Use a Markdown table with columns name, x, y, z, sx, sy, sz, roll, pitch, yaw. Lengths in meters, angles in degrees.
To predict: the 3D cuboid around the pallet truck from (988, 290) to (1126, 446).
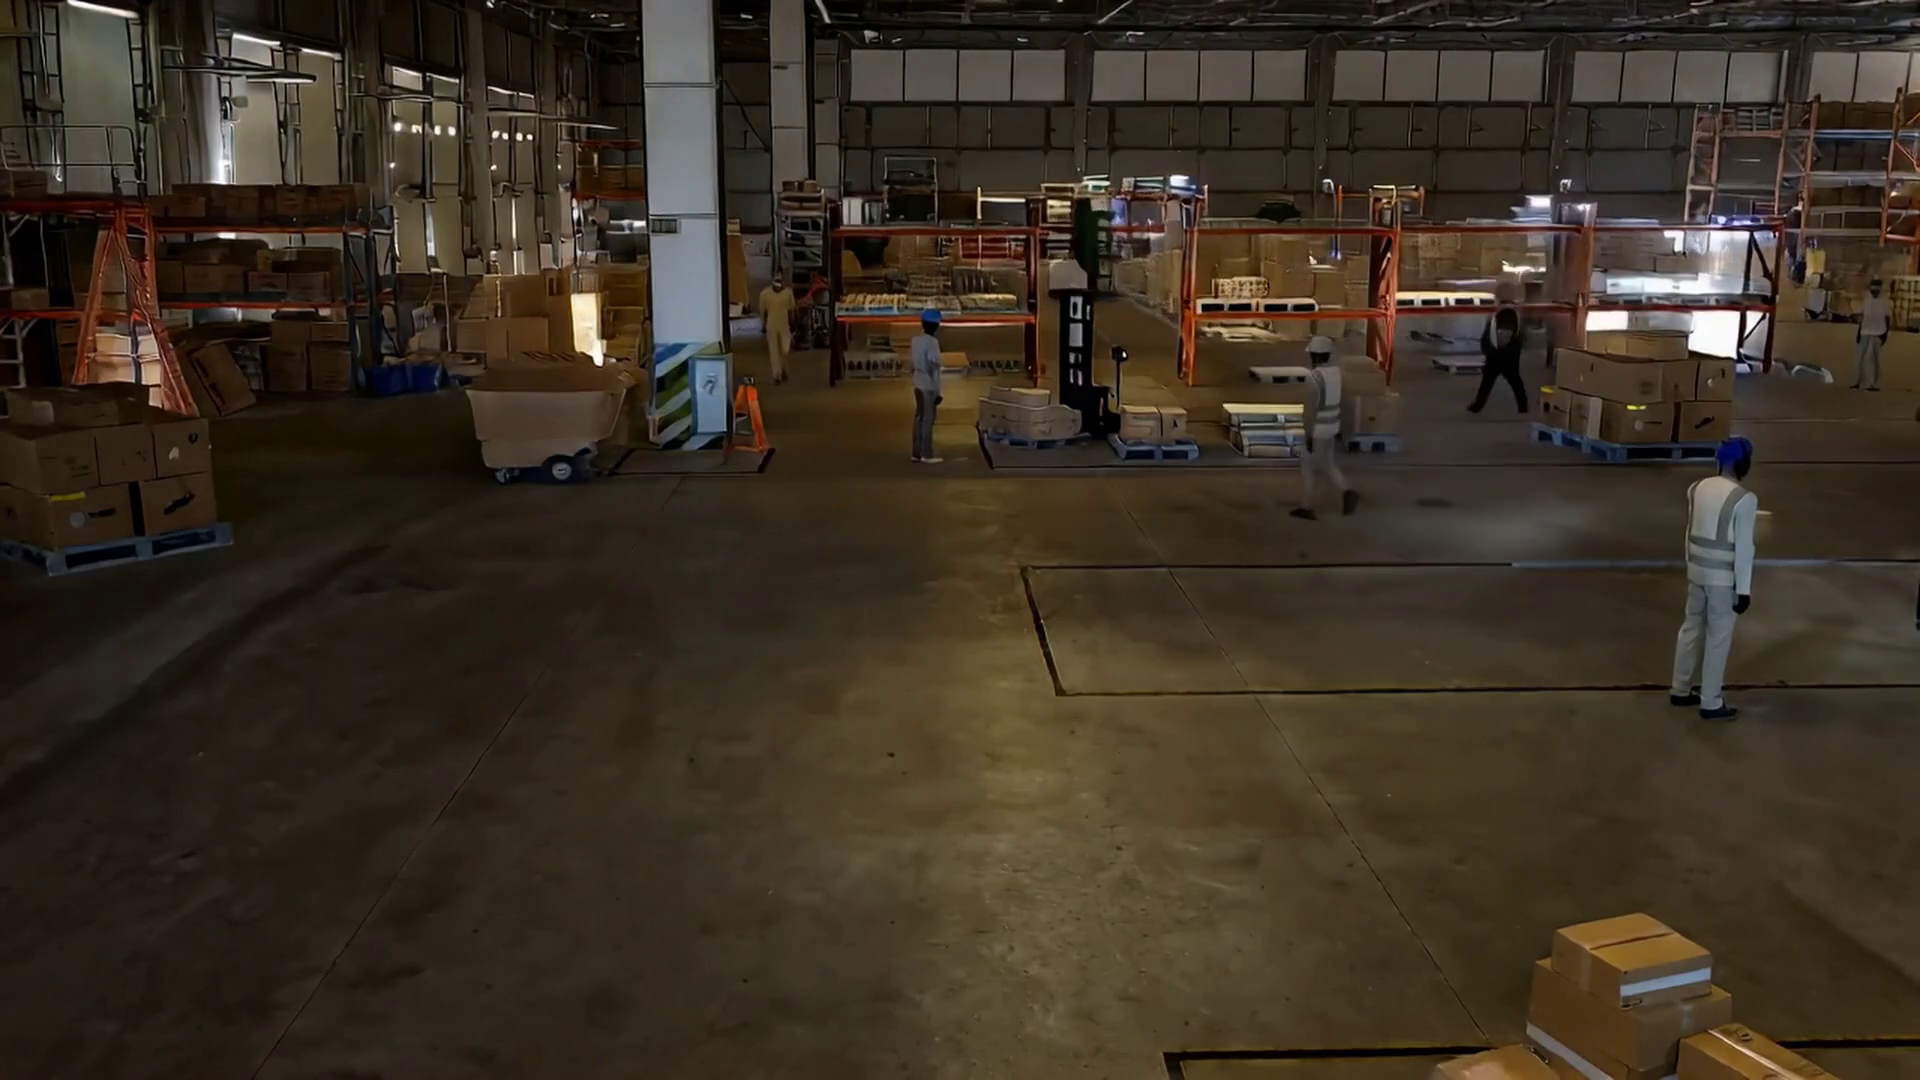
| name | x | y | z | sx | sy | sz | roll | pitch | yaw |
| --- | --- | --- | --- | --- | --- | --- | --- | --- | --- |
| pallet truck | 1.257 | -2.299 | 22.111 | 1.885 | 1.965 | 0.823 | -9 | 15 | -35 |

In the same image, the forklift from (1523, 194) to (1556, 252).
| name | x | y | z | sx | sy | sz | roll | pitch | yaw |
| --- | --- | --- | --- | --- | --- | --- | --- | --- | --- |
| forklift | 18.884 | -9.896 | 54.402 | 1.129 | 2.768 | 1.873 | 0 | 12 | -2 |

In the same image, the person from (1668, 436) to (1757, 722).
| name | x | y | z | sx | sy | sz | roll | pitch | yaw |
| --- | --- | --- | --- | --- | --- | --- | --- | --- | --- |
| person | 4.950 | 0.251 | 10.891 | 0.352 | 1.877 | 0.573 | -3 | 13 | -15 |

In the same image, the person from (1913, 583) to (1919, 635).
| name | x | y | z | sx | sy | sz | roll | pitch | yaw |
| --- | --- | --- | --- | --- | --- | --- | --- | --- | --- |
| person | 7.618 | -0.185 | 12.824 | 0.347 | 1.884 | 0.584 | 8 | 15 | 33 |

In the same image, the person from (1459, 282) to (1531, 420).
| name | x | y | z | sx | sy | sz | roll | pitch | yaw |
| --- | --- | --- | --- | --- | --- | --- | --- | --- | --- |
| person | 7.850 | -2.755 | 24.073 | 1.007 | 2.000 | 0.694 | 8 | 15 | 33 |

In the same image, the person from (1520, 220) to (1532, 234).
| name | x | y | z | sx | sy | sz | roll | pitch | yaw |
| --- | --- | --- | --- | --- | --- | --- | --- | --- | --- |
| person | 20.950 | -10.993 | 61.622 | 0.993 | 1.883 | 0.568 | -1 | 13 | -4 |

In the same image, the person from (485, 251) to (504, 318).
| name | x | y | z | sx | sy | sz | roll | pitch | yaw |
| --- | --- | --- | --- | --- | --- | --- | --- | --- | --- |
| person | -11.481 | -6.268 | 40.874 | 0.519 | 1.633 | 0.312 | 11 | 16 | 40 |

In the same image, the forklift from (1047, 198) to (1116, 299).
| name | x | y | z | sx | sy | sz | roll | pitch | yaw |
| --- | --- | --- | --- | --- | --- | --- | --- | --- | --- |
| forklift | 3.425 | -8.208 | 46.778 | 1.873 | 2.768 | 1.129 | 0 | 12 | -2 |

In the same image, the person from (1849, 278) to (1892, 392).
| name | x | y | z | sx | sy | sz | roll | pitch | yaw |
| --- | --- | --- | --- | --- | --- | --- | --- | --- | --- |
| person | 14.930 | -3.360 | 27.228 | 0.319 | 1.857 | 0.528 | -7 | 14 | -29 |

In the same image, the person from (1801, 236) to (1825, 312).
| name | x | y | z | sx | sy | sz | roll | pitch | yaw |
| --- | --- | --- | --- | --- | --- | --- | --- | --- | --- |
| person | 21.877 | -6.802 | 42.585 | 0.627 | 1.936 | 0.375 | -6 | 14 | -24 |

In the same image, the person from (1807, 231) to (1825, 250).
| name | x | y | z | sx | sy | sz | roll | pitch | yaw |
| --- | --- | --- | --- | --- | --- | --- | --- | --- | --- |
| person | 27.582 | -9.135 | 53.663 | 0.562 | 1.684 | 0.543 | -11 | 16 | -40 |

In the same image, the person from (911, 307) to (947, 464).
| name | x | y | z | sx | sy | sz | roll | pitch | yaw |
| --- | --- | --- | --- | --- | --- | --- | --- | --- | --- |
| person | -0.390 | -1.902 | 20.497 | 0.394 | 1.920 | 0.603 | -8 | 15 | -33 |

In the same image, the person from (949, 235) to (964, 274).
| name | x | y | z | sx | sy | sz | roll | pitch | yaw |
| --- | --- | --- | --- | --- | --- | --- | --- | --- | --- |
| person | -0.107 | -8.886 | 52.556 | 0.538 | 1.682 | 0.432 | 5 | 13 | 21 |

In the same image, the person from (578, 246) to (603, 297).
| name | x | y | z | sx | sy | sz | roll | pitch | yaw |
| --- | --- | --- | --- | --- | --- | --- | --- | --- | --- |
| person | -8.506 | -5.818 | 38.271 | 0.590 | 1.885 | 0.839 | -6 | 14 | -25 |

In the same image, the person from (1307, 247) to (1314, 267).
| name | x | y | z | sx | sy | sz | roll | pitch | yaw |
| --- | --- | --- | --- | --- | --- | --- | --- | --- | --- |
| person | 8.081 | -5.938 | 38.918 | 0.497 | 1.826 | 0.635 | 0 | 12 | -2 |

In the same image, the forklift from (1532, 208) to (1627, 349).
| name | x | y | z | sx | sy | sz | roll | pitch | yaw |
| --- | --- | --- | --- | --- | --- | --- | --- | --- | --- |
| forklift | 12.497 | -5.317 | 33.729 | 1.873 | 2.768 | 1.129 | 0 | 12 | -2 |

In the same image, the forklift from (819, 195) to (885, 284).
| name | x | y | z | sx | sy | sz | roll | pitch | yaw |
| --- | --- | --- | --- | --- | --- | --- | --- | --- | --- |
| forklift | -3.467 | -9.533 | 52.763 | 1.873 | 2.768 | 1.129 | -7 | 14 | -29 |

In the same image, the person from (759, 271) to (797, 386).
| name | x | y | z | sx | sy | sz | roll | pitch | yaw |
| --- | --- | --- | --- | --- | --- | --- | --- | --- | --- |
| person | -3.070 | -3.596 | 28.154 | 0.633 | 1.919 | 0.738 | -1 | 13 | -5 |

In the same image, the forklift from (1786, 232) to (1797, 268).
| name | x | y | z | sx | sy | sz | roll | pitch | yaw |
| --- | --- | --- | --- | --- | --- | --- | --- | --- | --- |
| forklift | 30.449 | -11.243 | 60.484 | 1.873 | 2.768 | 1.129 | 0 | 12 | -2 |

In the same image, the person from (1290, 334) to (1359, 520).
| name | x | y | z | sx | sy | sz | roll | pitch | yaw |
| --- | --- | --- | --- | --- | --- | --- | --- | --- | --- |
| person | 3.740 | -1.133 | 16.988 | 0.618 | 1.933 | 0.649 | -10 | 16 | -38 |
